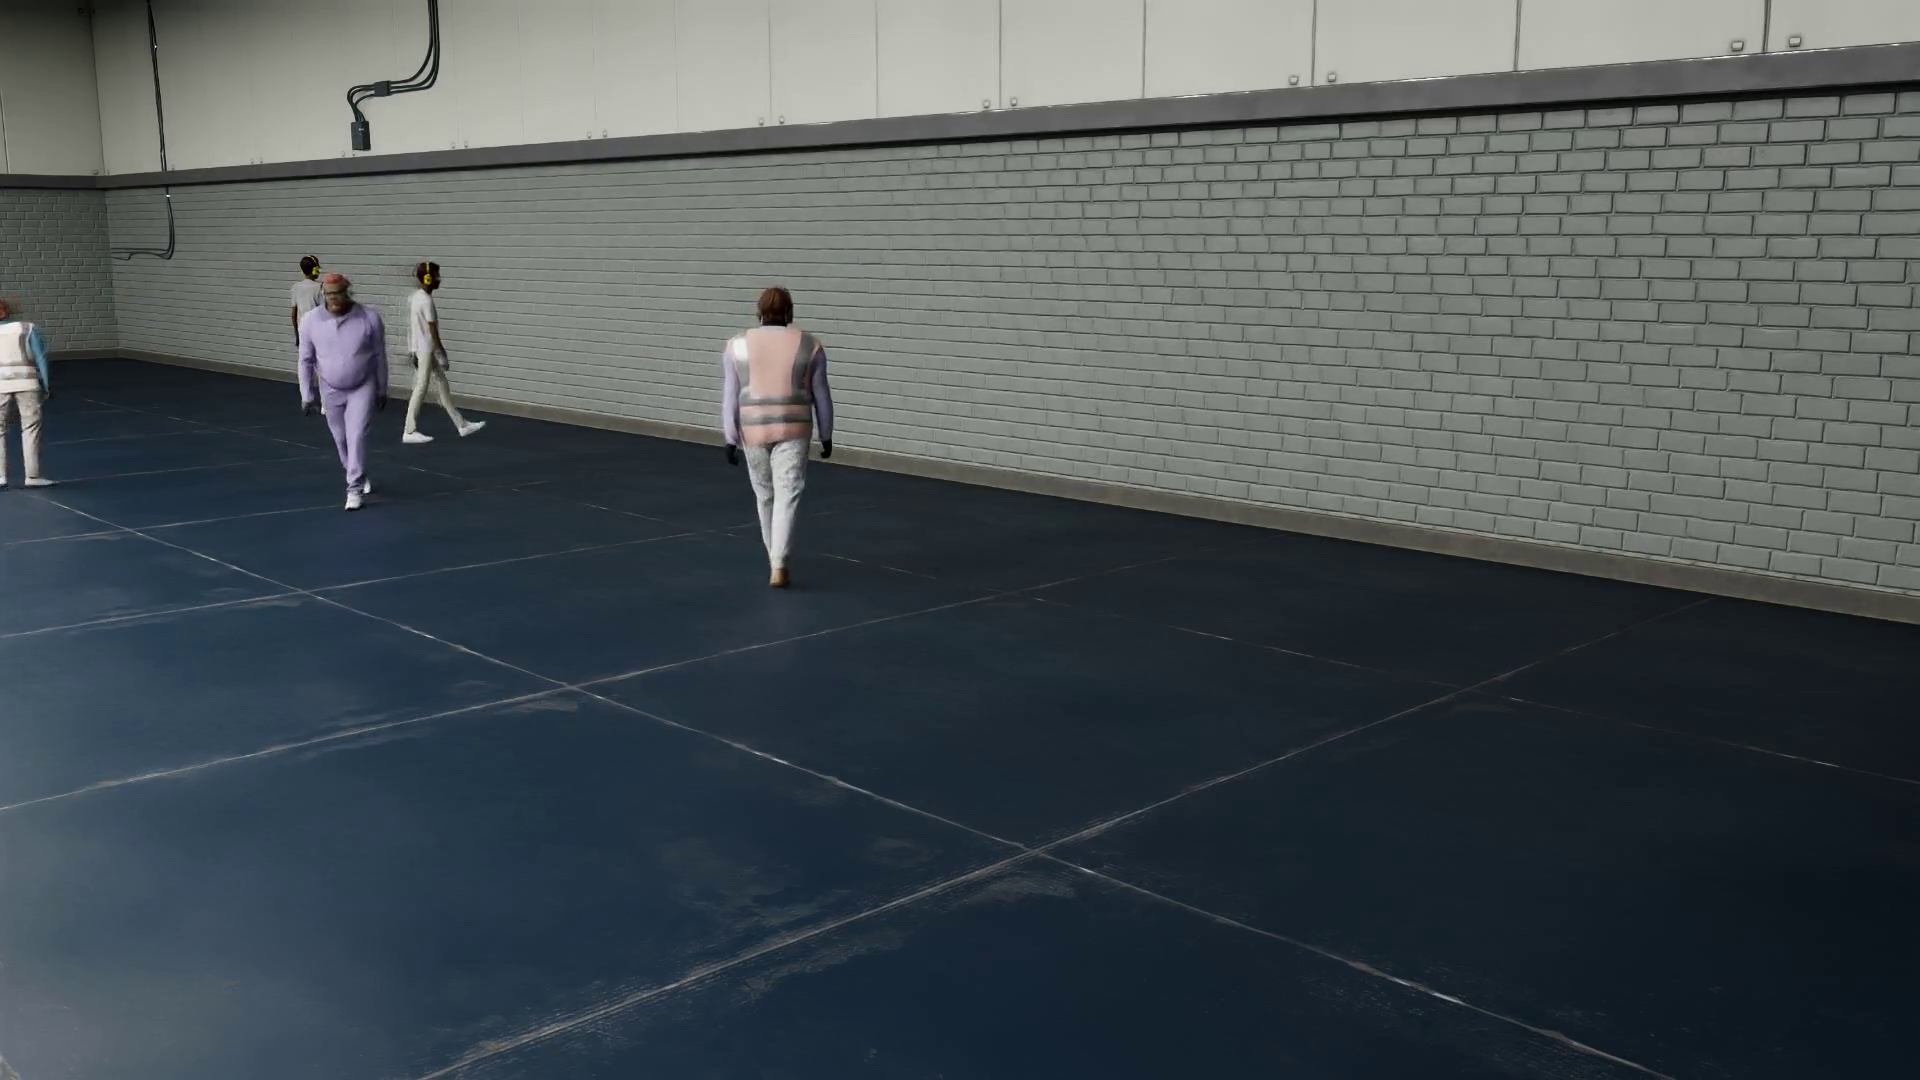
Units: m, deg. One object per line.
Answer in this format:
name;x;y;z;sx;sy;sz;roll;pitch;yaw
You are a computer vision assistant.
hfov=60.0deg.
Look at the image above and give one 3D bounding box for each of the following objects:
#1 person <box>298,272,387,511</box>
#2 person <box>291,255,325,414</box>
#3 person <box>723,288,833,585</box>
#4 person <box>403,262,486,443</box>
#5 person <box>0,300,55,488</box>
person;-4.869;-1.207;13.193;0.652;1.845;0.964;-2;11;-10
person;-7.674;-2.434;19.764;0.520;1.874;0.332;3;11;15
person;-1.114;-0.654;10.280;0.653;1.791;0.978;0;10;2
person;-5.362;-1.931;17.148;0.911;1.827;0.536;-5;11;-24
person;-7.934;-1.224;13.908;0.605;1.612;0.339;-4;11;-22
